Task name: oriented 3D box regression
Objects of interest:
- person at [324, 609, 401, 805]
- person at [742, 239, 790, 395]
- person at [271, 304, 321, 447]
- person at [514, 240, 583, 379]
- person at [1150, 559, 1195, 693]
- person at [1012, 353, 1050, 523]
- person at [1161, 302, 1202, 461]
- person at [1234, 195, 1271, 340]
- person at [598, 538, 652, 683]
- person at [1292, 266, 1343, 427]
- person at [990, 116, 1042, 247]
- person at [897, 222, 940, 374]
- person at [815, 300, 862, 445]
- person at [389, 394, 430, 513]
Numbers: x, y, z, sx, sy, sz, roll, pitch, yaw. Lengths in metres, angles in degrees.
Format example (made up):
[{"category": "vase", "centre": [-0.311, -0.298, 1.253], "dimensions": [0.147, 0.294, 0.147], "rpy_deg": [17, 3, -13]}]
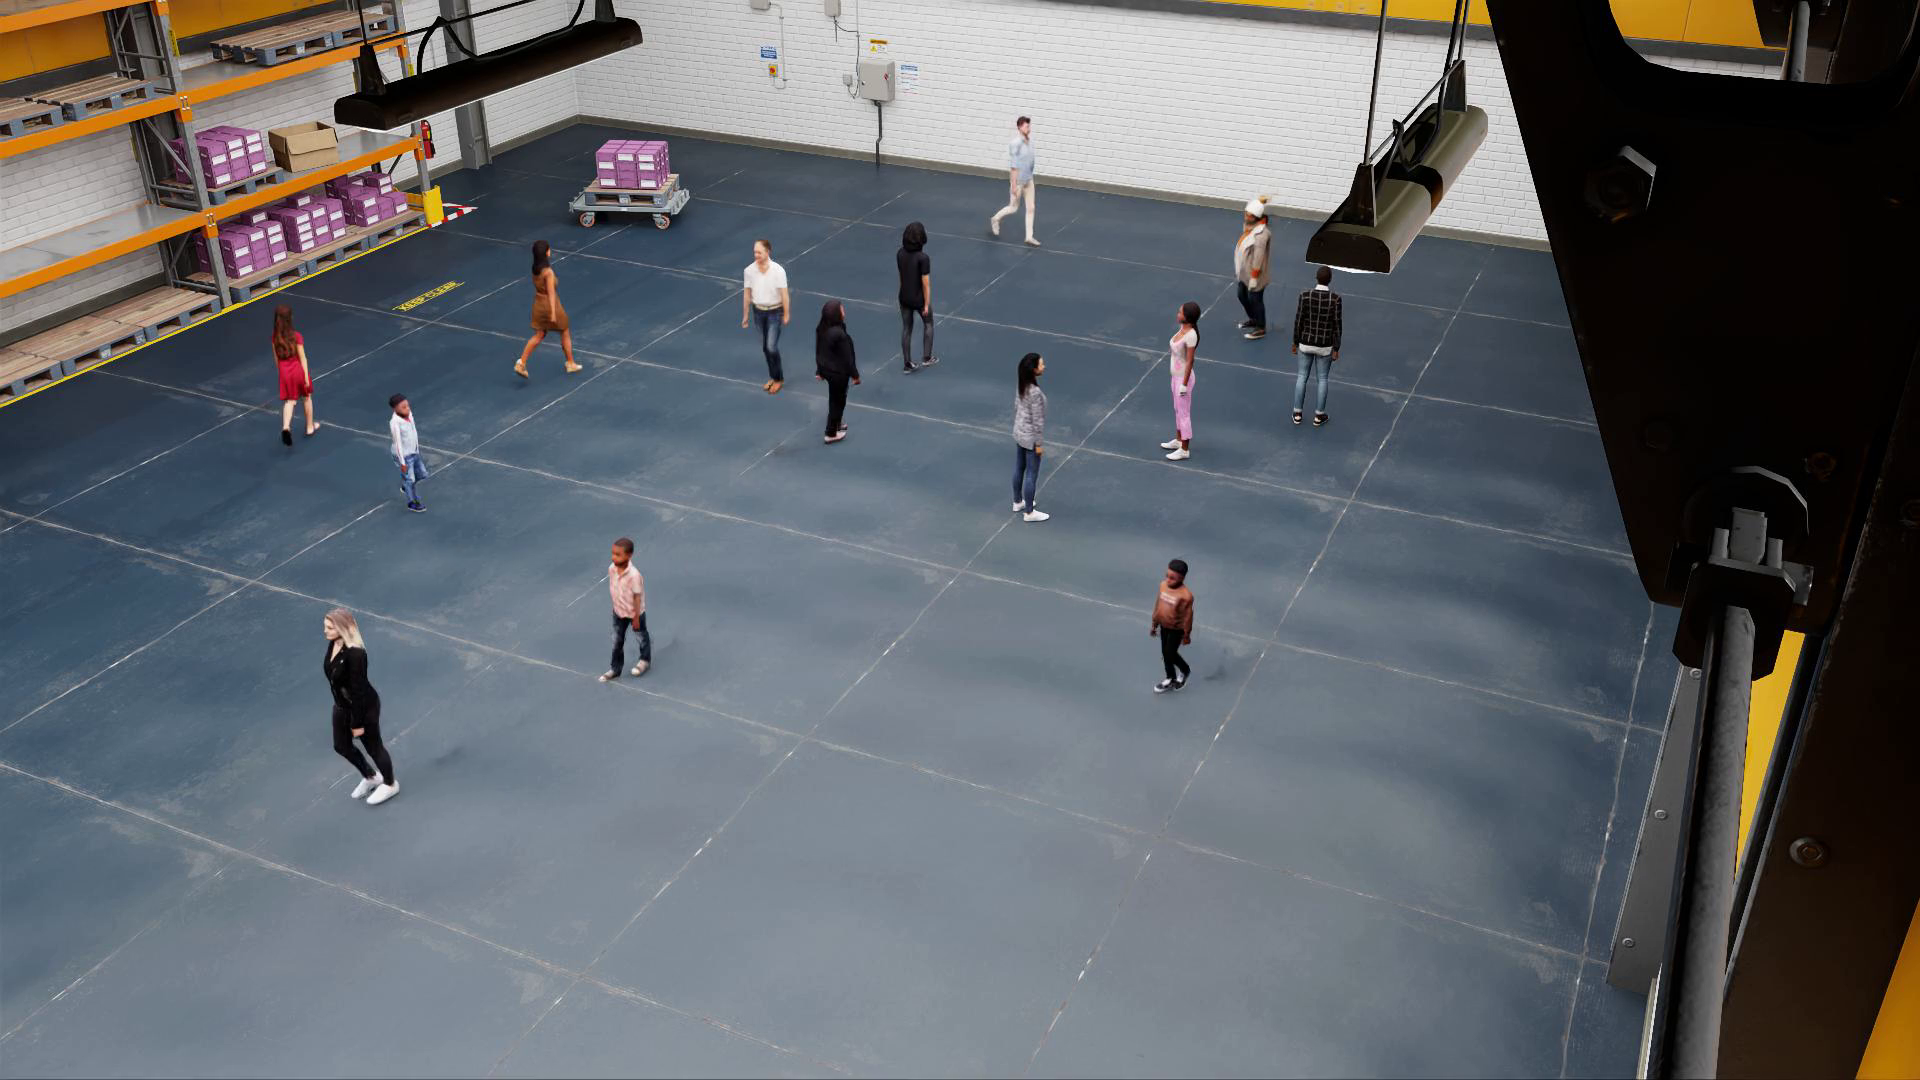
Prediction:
[{"category": "person", "centre": [-4.378, 1.214, 12.356], "dimensions": [0.691, 1.672, 0.693], "rpy_deg": [22, 36, 35]}, {"category": "person", "centre": [-2.170, -2.638, 19.245], "dimensions": [0.649, 1.838, 0.669], "rpy_deg": [14, 31, 23]}, {"category": "person", "centre": [-7.235, -1.760, 17.957], "dimensions": [0.787, 1.529, 1.016], "rpy_deg": [0, 29, 1]}, {"category": "person", "centre": [-4.902, -2.648, 19.455], "dimensions": [1.141, 1.654, 0.835], "rpy_deg": [-25, 37, -37]}, {"category": "person", "centre": [1.815, 0.691, 13.759], "dimensions": [0.677, 1.246, 0.630], "rpy_deg": [-18, 34, -30]}, {"category": "person", "centre": [0.677, -1.036, 16.418], "dimensions": [0.734, 1.732, 0.682], "rpy_deg": [-11, 30, -19]}, {"category": "person", "centre": [2.368, -1.701, 17.627], "dimensions": [0.709, 1.741, 0.604], "rpy_deg": [-2, 29, -4]}, {"category": "person", "centre": [3.699, -3.388, 20.595], "dimensions": [0.936, 1.860, 0.862], "rpy_deg": [0, 29, 0]}, {"category": "person", "centre": [-2.732, 0.550, 13.970], "dimensions": [0.578, 1.292, 0.762], "rpy_deg": [17, 33, 28]}, {"category": "person", "centre": [3.927, -2.153, 18.374], "dimensions": [0.696, 1.820, 0.573], "rpy_deg": [9, 30, 16]}, {"category": "person", "centre": [0.813, -5.173, 23.901], "dimensions": [0.944, 1.829, 1.108], "rpy_deg": [24, 37, 37]}, {"category": "person", "centre": [-0.599, -2.832, 19.621], "dimensions": [0.639, 1.817, 0.755], "rpy_deg": [14, 32, 24]}, {"category": "person", "centre": [-1.409, -1.782, 17.921], "dimensions": [0.789, 1.602, 0.764], "rpy_deg": [-19, 34, -31]}, {"category": "person", "centre": [-5.585, -0.886, 16.648], "dimensions": [0.546, 1.249, 0.518], "rpy_deg": [11, 31, 20]}]
